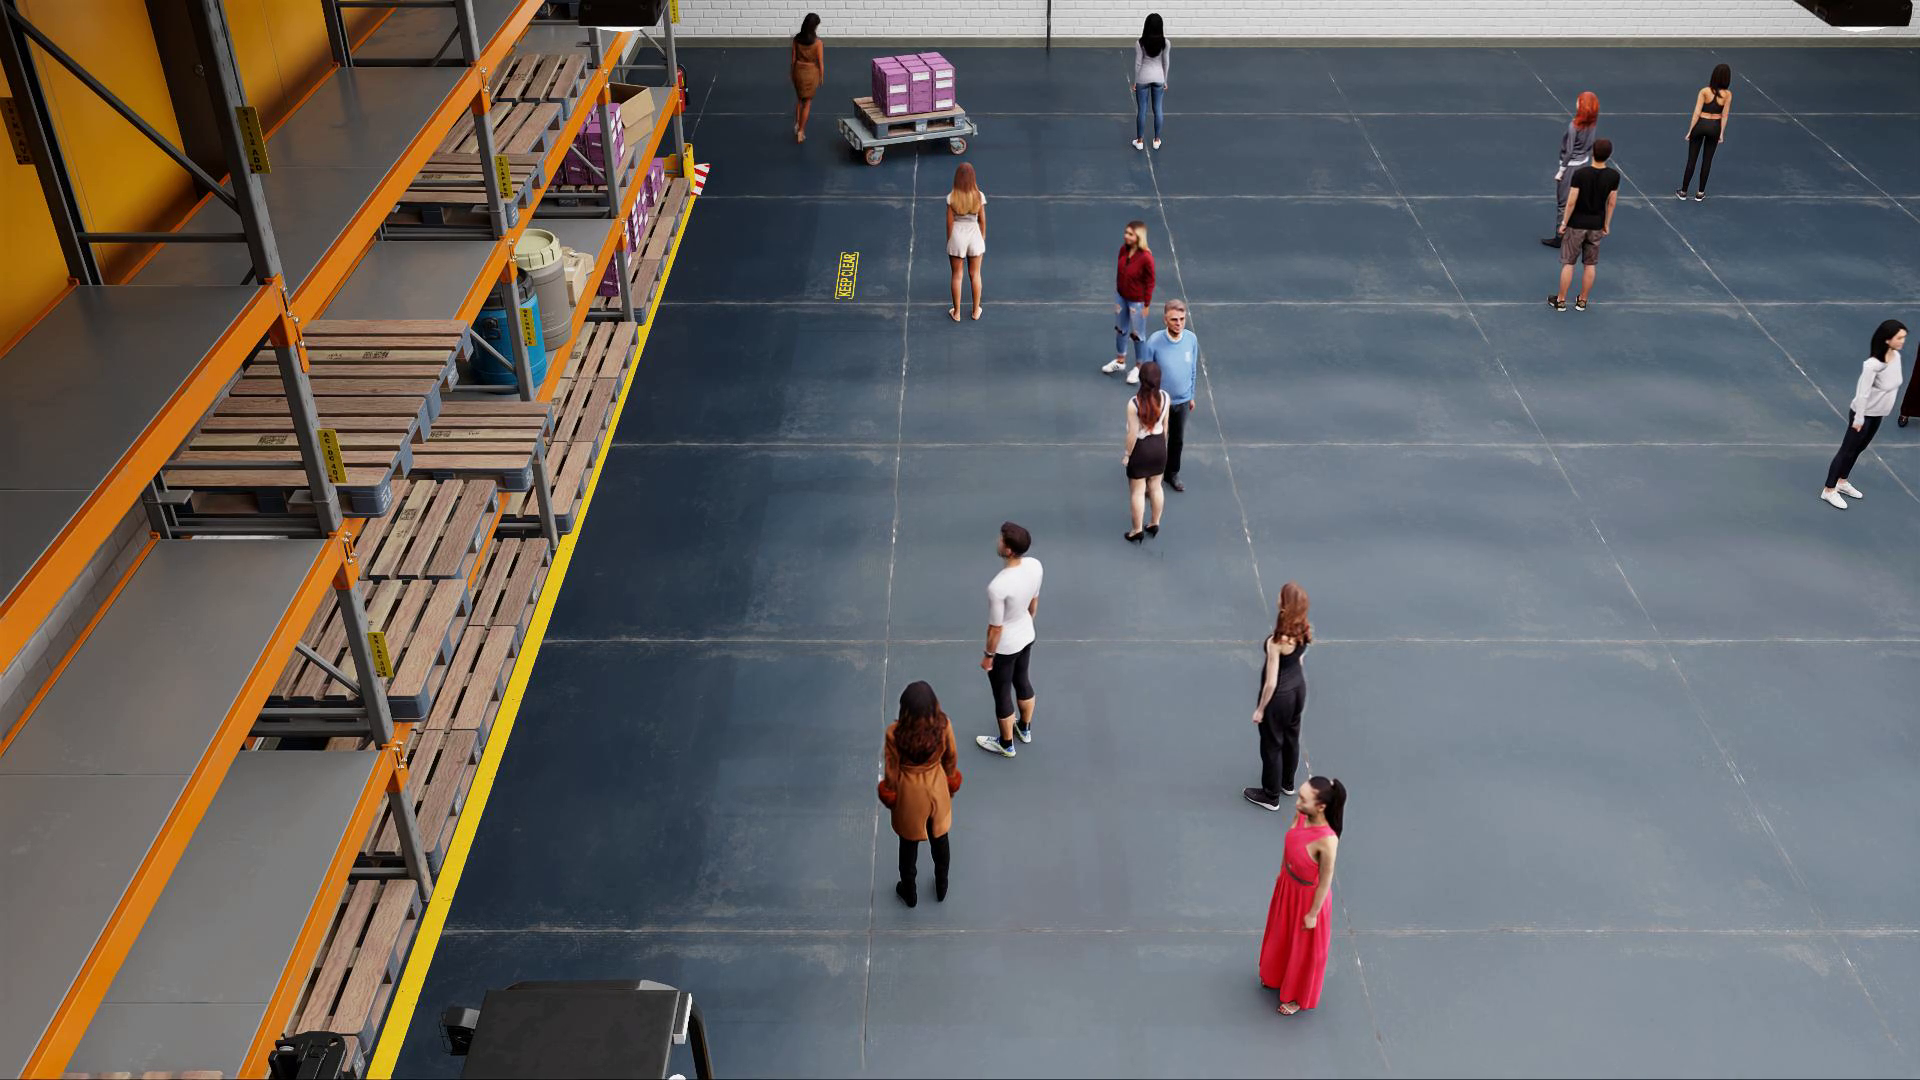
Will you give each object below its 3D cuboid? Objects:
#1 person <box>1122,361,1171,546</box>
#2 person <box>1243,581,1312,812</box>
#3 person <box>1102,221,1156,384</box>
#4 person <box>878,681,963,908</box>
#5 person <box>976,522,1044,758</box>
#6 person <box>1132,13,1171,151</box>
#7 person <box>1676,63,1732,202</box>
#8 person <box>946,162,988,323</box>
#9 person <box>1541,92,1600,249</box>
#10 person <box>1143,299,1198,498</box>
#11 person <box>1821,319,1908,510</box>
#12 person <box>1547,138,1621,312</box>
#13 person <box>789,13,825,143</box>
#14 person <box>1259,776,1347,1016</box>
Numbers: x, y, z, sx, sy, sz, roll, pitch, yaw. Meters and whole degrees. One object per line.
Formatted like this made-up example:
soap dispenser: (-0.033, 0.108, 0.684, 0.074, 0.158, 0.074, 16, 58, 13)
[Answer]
person: (1.522, -0.712, 13.625, 0.627, 1.648, 0.644, -16, 37, -22)
person: (2.123, 1.022, 10.929, 0.714, 1.746, 0.649, 28, 42, 35)
person: (1.663, -2.319, 16.056, 0.735, 1.634, 0.657, -25, 41, -32)
person: (-0.237, 1.550, 10.158, 0.735, 1.720, 0.680, -8, 34, -12)
person: (0.351, 0.676, 11.354, 0.811, 1.851, 0.729, 25, 41, 33)
person: (2.445, -5.877, 21.317, 0.623, 1.736, 0.554, -3, 34, -5)
person: (8.927, -4.884, 19.908, 0.621, 1.642, 0.583, 9, 35, 14)
person: (0.055, -3.069, 17.128, 0.585, 1.697, 0.573, -3, 34, -5)
person: (6.891, -4.171, 18.711, 0.650, 1.779, 0.670, -22, 39, -29)
person: (1.790, -1.240, 14.266, 0.724, 1.818, 0.675, -10, 35, -15)
person: (7.716, -1.094, 14.153, 0.711, 1.701, 0.755, -25, 41, -32)
person: (6.499, -3.273, 17.287, 0.671, 1.861, 0.586, 2, 34, 3)
person: (-1.993, -5.914, 21.446, 0.701, 1.655, 0.691, 6, 34, 9)
person: (1.955, 2.010, 9.459, 0.740, 1.727, 0.606, -10, 35, -14)
